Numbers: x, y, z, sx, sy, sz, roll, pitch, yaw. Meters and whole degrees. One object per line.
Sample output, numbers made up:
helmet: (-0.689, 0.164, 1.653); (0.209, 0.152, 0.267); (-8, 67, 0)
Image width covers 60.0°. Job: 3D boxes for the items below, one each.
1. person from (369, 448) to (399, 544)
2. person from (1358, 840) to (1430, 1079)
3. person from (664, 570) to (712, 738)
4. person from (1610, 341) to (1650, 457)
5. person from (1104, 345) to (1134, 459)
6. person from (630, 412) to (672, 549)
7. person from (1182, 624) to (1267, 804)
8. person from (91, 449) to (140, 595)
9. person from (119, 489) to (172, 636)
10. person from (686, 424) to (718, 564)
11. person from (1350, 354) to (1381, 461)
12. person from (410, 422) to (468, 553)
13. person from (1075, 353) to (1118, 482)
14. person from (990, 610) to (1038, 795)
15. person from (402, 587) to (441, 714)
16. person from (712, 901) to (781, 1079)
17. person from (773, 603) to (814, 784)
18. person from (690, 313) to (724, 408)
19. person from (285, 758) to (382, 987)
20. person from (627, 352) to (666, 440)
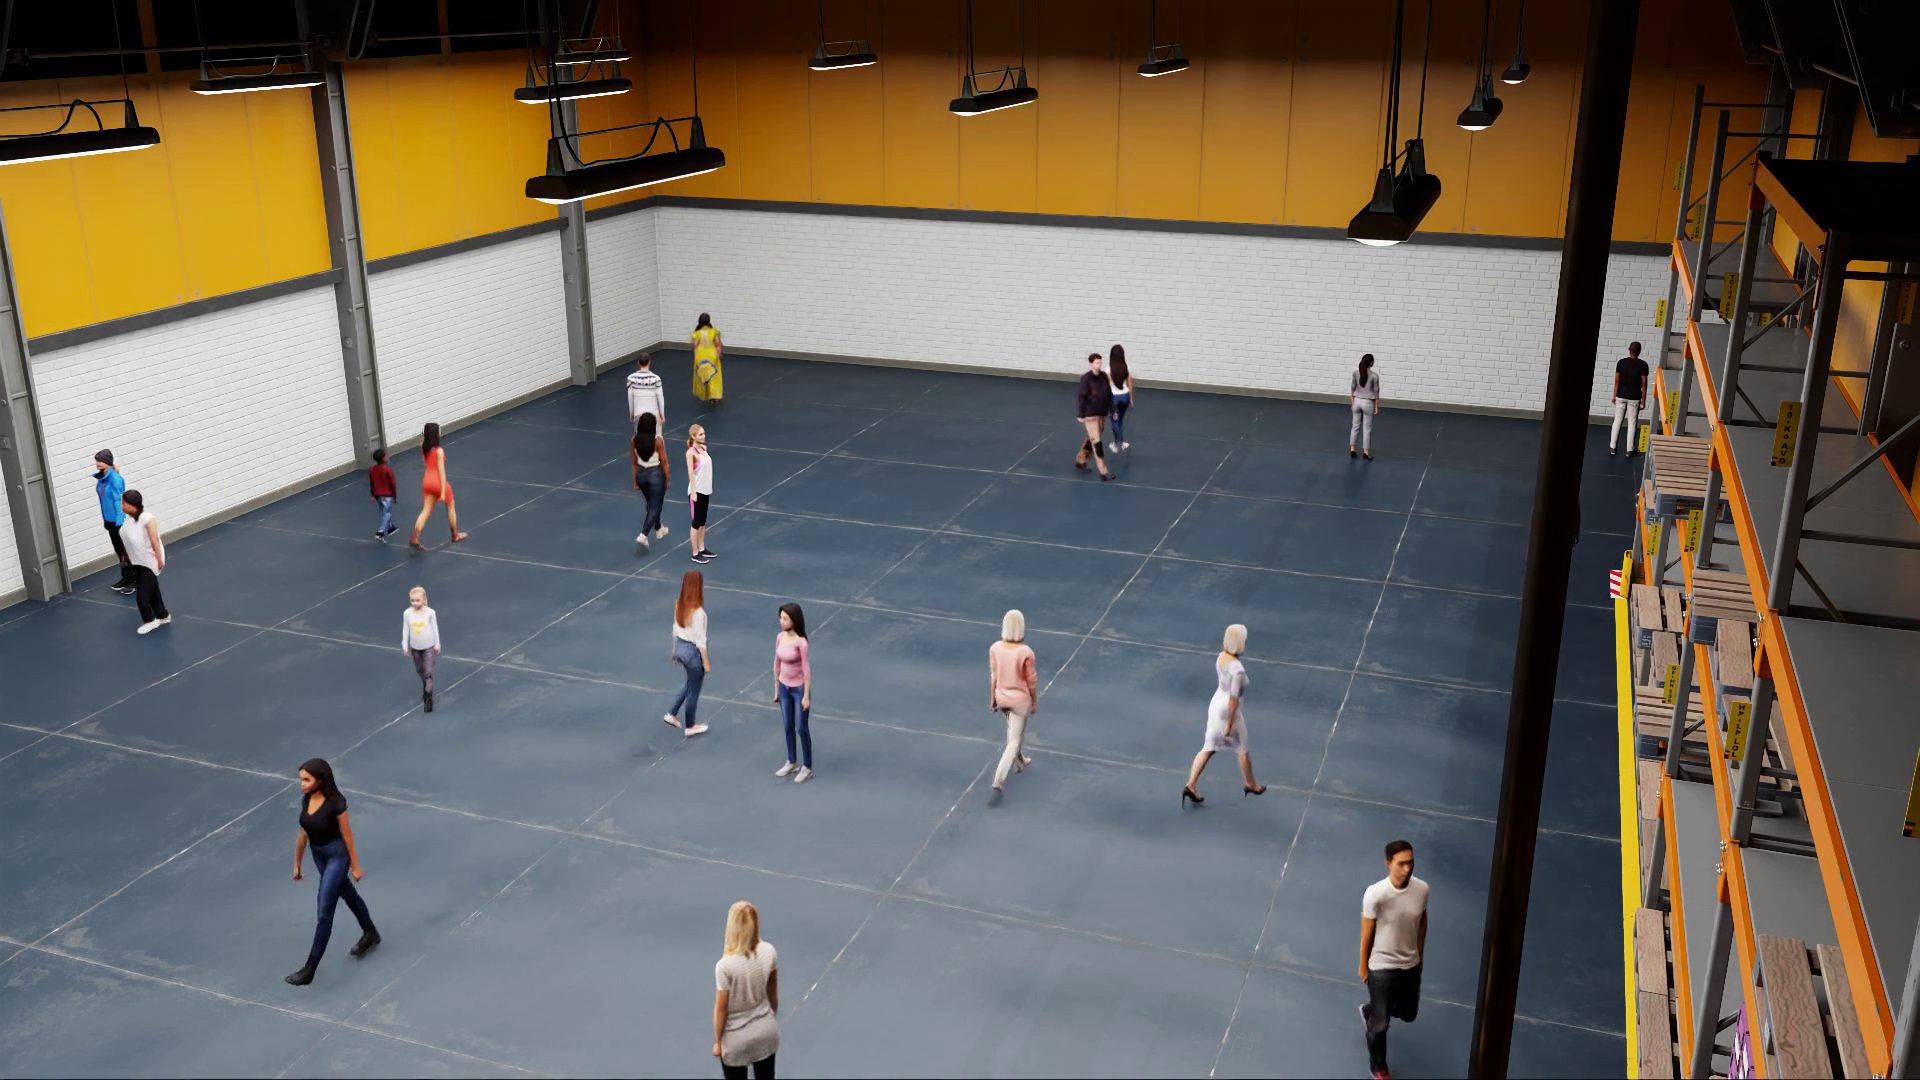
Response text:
person: (-7.660, -0.583, 22.025); (0.551, 1.247, 0.881); (5, 19, 15)
person: (2.859, 2.787, 11.160); (0.912, 1.793, 1.001); (-6, 19, -16)
person: (-2.689, 1.141, 16.174); (0.824, 1.712, 0.757); (-15, 23, -37)
person: (10.457, -2.219, 26.006); (0.730, 1.805, 0.688); (13, 23, 34)
person: (2.480, -2.109, 25.776); (1.069, 1.745, 1.200); (-5, 19, -16)
person: (-4.065, -0.745, 21.679); (0.647, 1.774, 1.153); (6, 20, 18)
person: (2.304, 1.594, 14.838); (1.079, 1.707, 1.033); (-8, 20, -22)
person: (-10.206, -0.238, 20.136); (0.671, 1.798, 0.647); (16, 24, 39)
person: (-9.260, 0.207, 19.017); (0.784, 1.669, 0.825); (17, 25, 41)
person: (-3.342, -0.610, 21.255); (0.654, 1.788, 0.445); (6, 20, 19)
person: (6.252, -2.062, 25.741); (0.700, 1.678, 0.698); (15, 24, 37)
person: (-6.873, -0.659, 21.575); (0.651, 1.678, 1.160); (9, 21, 25)
person: (1.966, -1.851, 24.799); (1.268, 1.879, 1.193); (-13, 23, -34)
person: (0.460, 1.497, 15.153); (0.699, 1.689, 1.143); (10, 21, 26)
person: (-5.517, 1.076, 17.090); (0.707, 1.250, 0.943); (-1, 19, -2)
person: (-1.287, 3.066, 10.282); (0.621, 1.825, 0.732); (-16, 24, -39)
person: (-1.528, 1.393, 15.378); (0.641, 1.742, 0.607); (16, 24, 39)
person: (-4.385, -3.091, 28.891); (1.075, 1.617, 1.316); (-2, 19, -6)
person: (-4.633, 2.400, 12.464); (0.721, 1.694, 1.164); (10, 21, 27)
person: (-4.707, -1.898, 24.968); (0.758, 1.860, 0.697); (-1, 19, -2)
